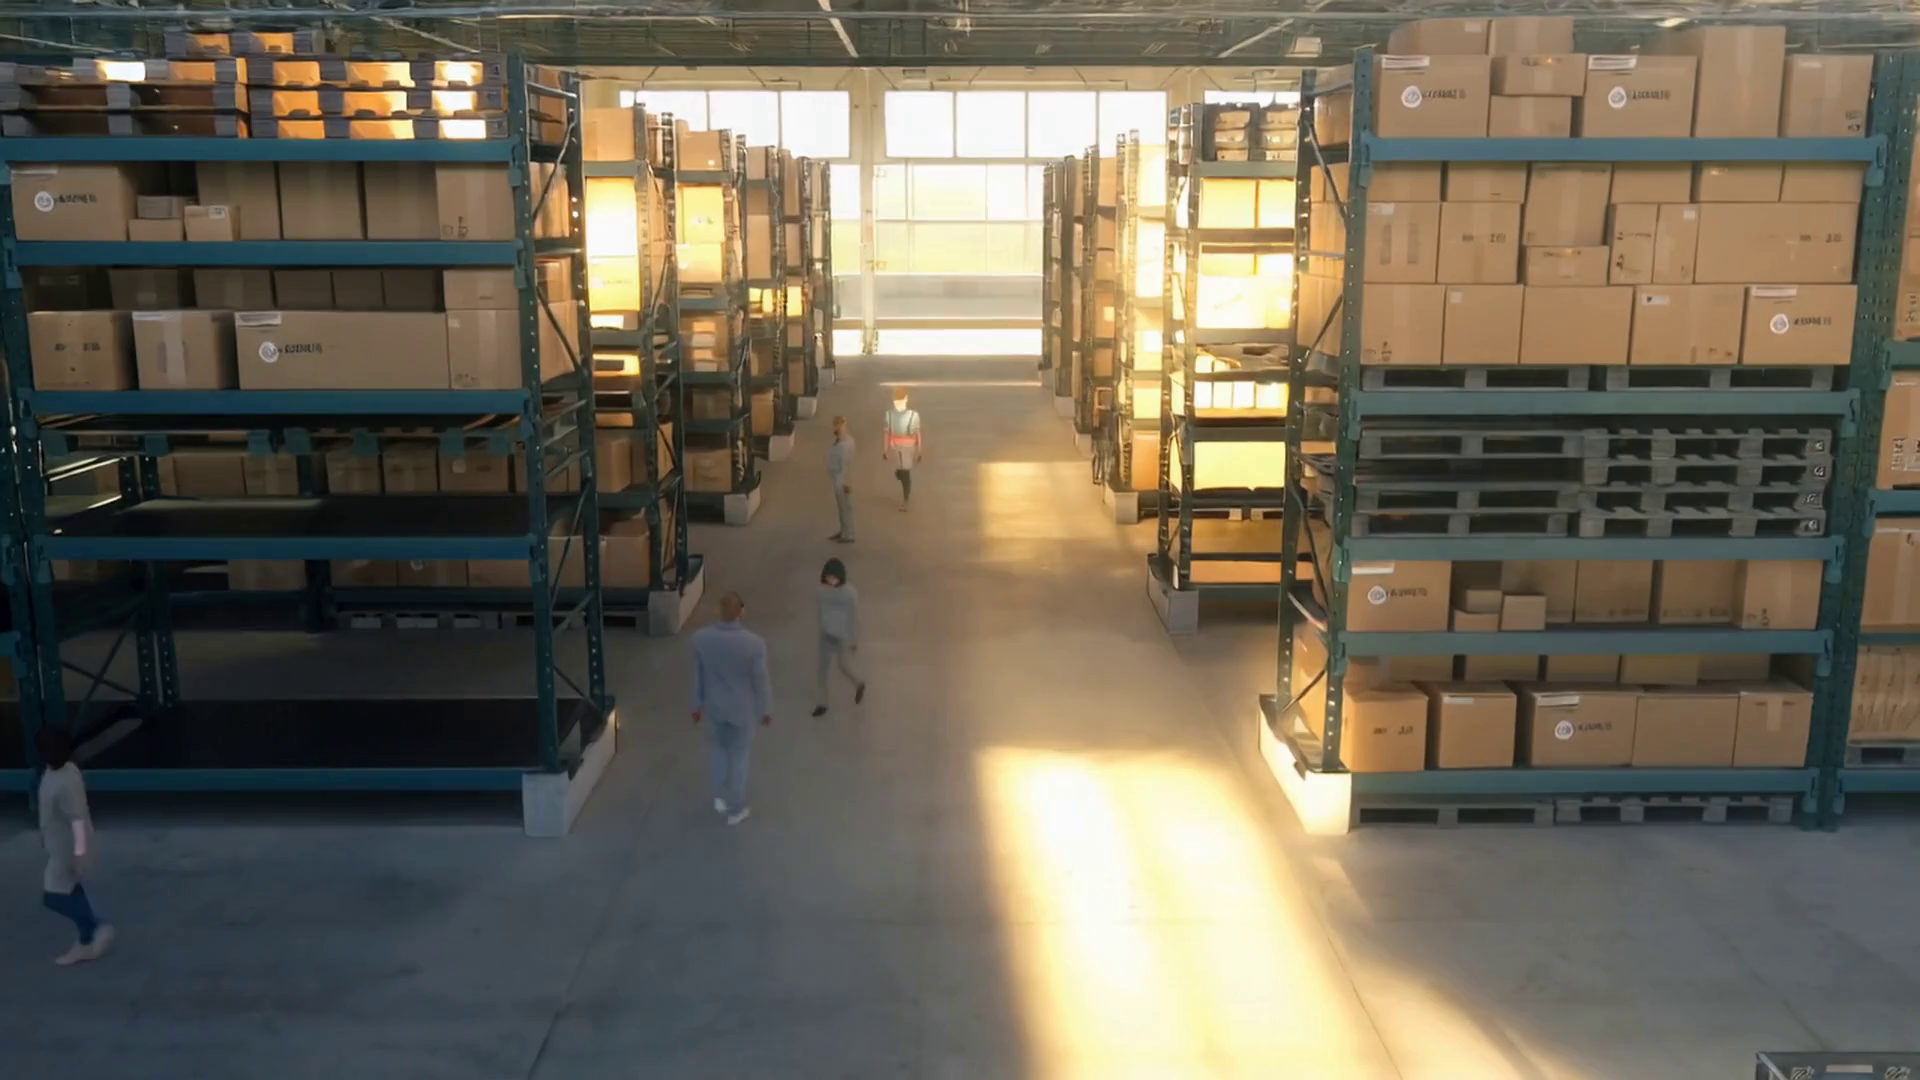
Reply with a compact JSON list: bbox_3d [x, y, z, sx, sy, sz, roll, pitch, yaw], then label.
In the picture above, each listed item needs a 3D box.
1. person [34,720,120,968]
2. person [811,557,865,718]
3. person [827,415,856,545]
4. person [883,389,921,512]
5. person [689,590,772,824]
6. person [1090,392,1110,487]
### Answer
[{"bbox_3d":[-5.836,1.986,10.833,0.364,1.682,0.541,-7,13,-31],"label":"person"},{"bbox_3d":[-1.167,0.922,16.284,0.534,1.612,0.549,5,13,25],"label":"person"},{"bbox_3d":[-1.754,-0.891,24.543,0.401,1.909,0.641,-3,12,-16],"label":"person"},{"bbox_3d":[-0.910,-1.512,27.395,0.621,2.006,0.819,5,12,22],"label":"person"},{"bbox_3d":[-1.839,1.342,13.500,0.669,1.896,0.530,2,12,11],"label":"person"},{"bbox_3d":[2.486,-1.793,29.551,0.319,1.695,0.535,-5,13,-25],"label":"person"}]
